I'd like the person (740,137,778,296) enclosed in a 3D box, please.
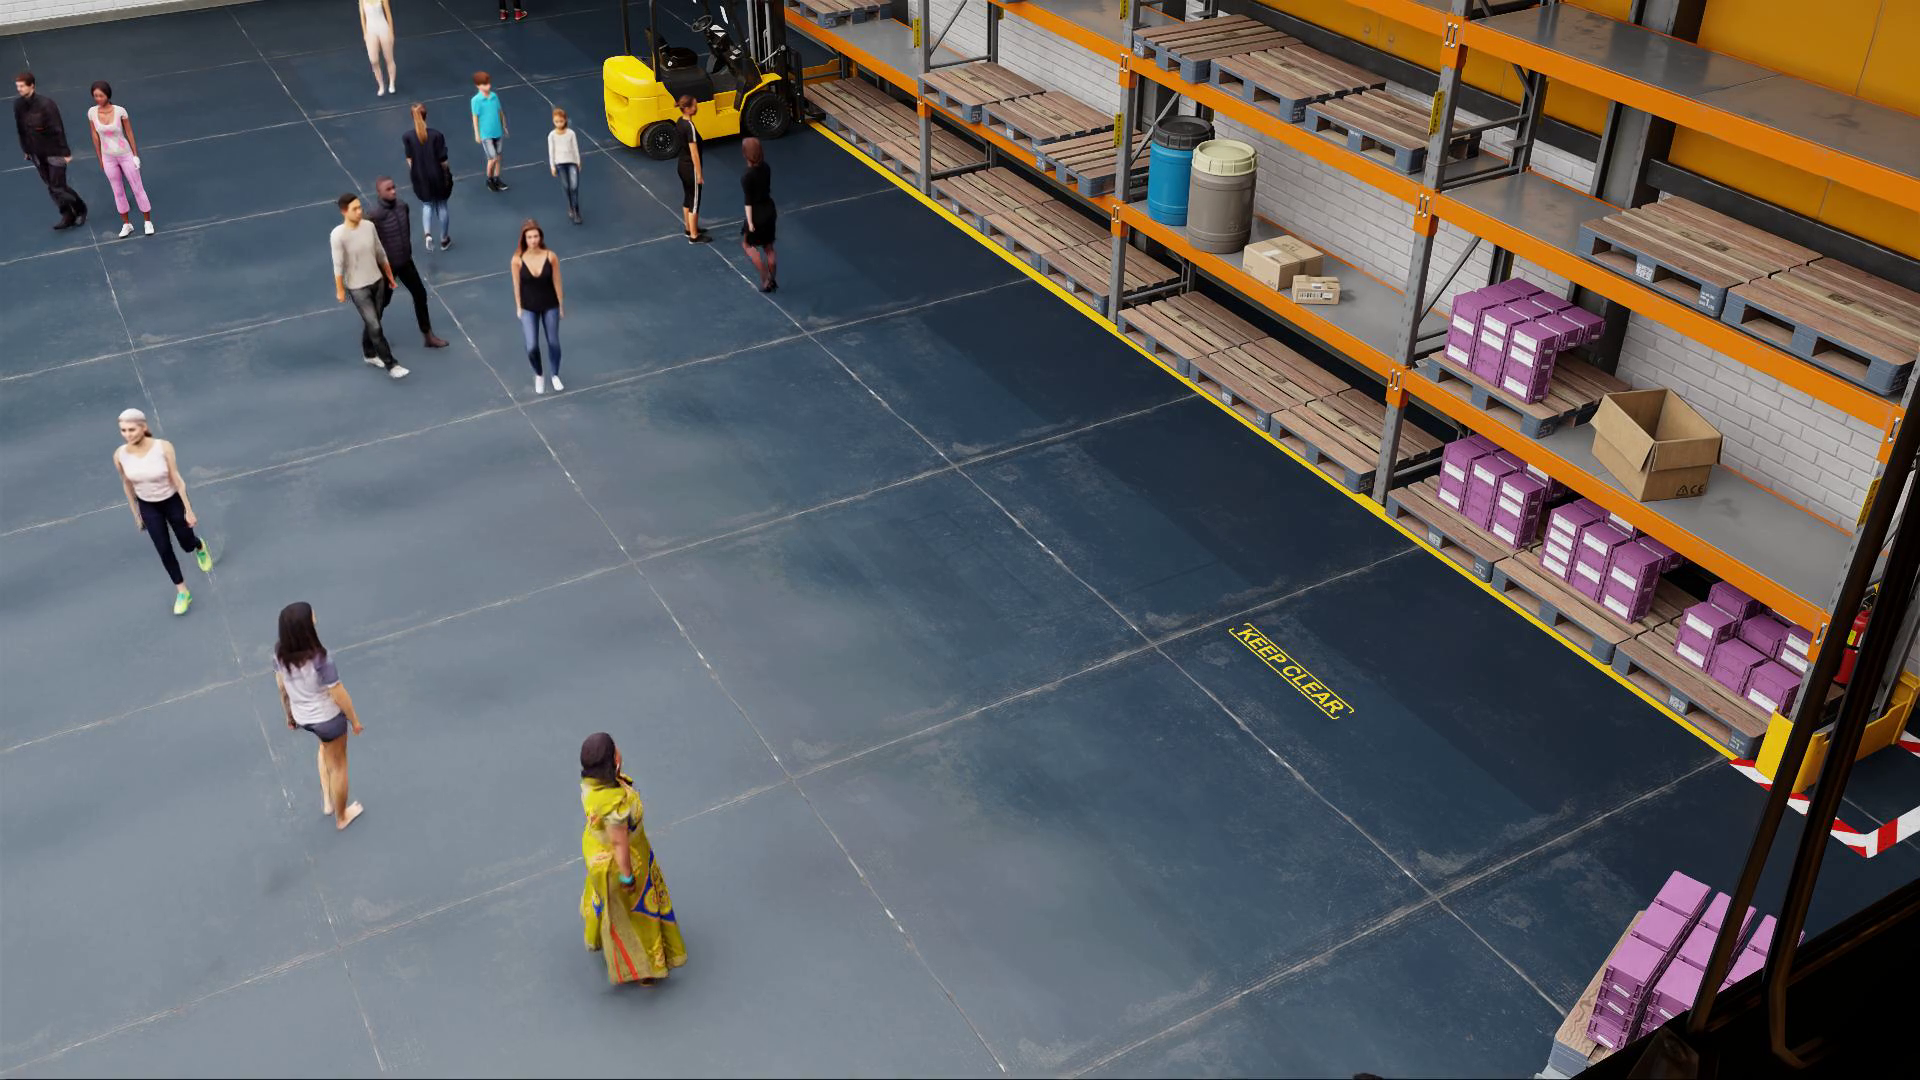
[{"bbox_3d":[-1.984,-3.300,17.120,0.730,1.695,0.701,22,39,29],"label":"person"}]

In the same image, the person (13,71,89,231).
[{"bbox_3d":[-10.128,-4.366,18.605,0.864,1.827,0.930,10,35,15],"label":"person"}]

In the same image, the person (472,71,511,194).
[{"bbox_3d":[-5.603,-4.851,19.683,0.622,1.441,0.597,22,39,29],"label":"person"}]

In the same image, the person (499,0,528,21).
[{"bbox_3d":[-6.991,-8.882,25.460,0.730,1.758,0.759,2,34,3],"label":"person"}]

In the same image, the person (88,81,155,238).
[{"bbox_3d":[-9.351,-4.243,18.493,0.632,1.745,0.609,-7,34,-10],"label":"person"}]

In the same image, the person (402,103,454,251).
[{"bbox_3d":[-5.748,-3.889,18.027,0.827,1.672,0.948,-2,34,-3],"label":"person"}]

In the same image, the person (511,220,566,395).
[{"bbox_3d":[-3.912,-2.191,15.438,0.634,1.709,0.642,-12,35,-17],"label":"person"}]

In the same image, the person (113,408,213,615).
[{"bbox_3d":[-6.006,-0.285,12.589,0.787,1.689,0.965,-5,34,-7],"label":"person"}]

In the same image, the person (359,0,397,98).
[{"bbox_3d":[-7.879,-6.897,22.590,0.692,1.631,0.757,-6,34,-9],"label":"person"}]

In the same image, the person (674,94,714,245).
[{"bbox_3d":[-2.983,-4.102,18.351,0.655,1.668,0.474,-15,36,-21],"label":"person"}]

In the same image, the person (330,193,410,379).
[{"bbox_3d":[-5.689,-2.435,15.731,1.094,1.791,0.956,19,38,26],"label":"person"}]

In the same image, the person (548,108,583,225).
[{"bbox_3d":[-4.493,-4.297,18.979,0.620,1.297,0.816,-7,34,-11],"label":"person"}]

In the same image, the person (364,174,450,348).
[{"bbox_3d":[-5.541,-2.674,16.082,1.240,1.801,1.093,18,38,25],"label":"person"}]

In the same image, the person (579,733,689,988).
[{"bbox_3d":[-1.947,1.844,9.436,0.995,1.633,0.773,-4,34,-6],"label":"person"}]

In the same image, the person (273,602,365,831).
[{"bbox_3d":[-4.050,1.155,10.391,0.707,1.723,0.776,10,35,15],"label":"person"}]
